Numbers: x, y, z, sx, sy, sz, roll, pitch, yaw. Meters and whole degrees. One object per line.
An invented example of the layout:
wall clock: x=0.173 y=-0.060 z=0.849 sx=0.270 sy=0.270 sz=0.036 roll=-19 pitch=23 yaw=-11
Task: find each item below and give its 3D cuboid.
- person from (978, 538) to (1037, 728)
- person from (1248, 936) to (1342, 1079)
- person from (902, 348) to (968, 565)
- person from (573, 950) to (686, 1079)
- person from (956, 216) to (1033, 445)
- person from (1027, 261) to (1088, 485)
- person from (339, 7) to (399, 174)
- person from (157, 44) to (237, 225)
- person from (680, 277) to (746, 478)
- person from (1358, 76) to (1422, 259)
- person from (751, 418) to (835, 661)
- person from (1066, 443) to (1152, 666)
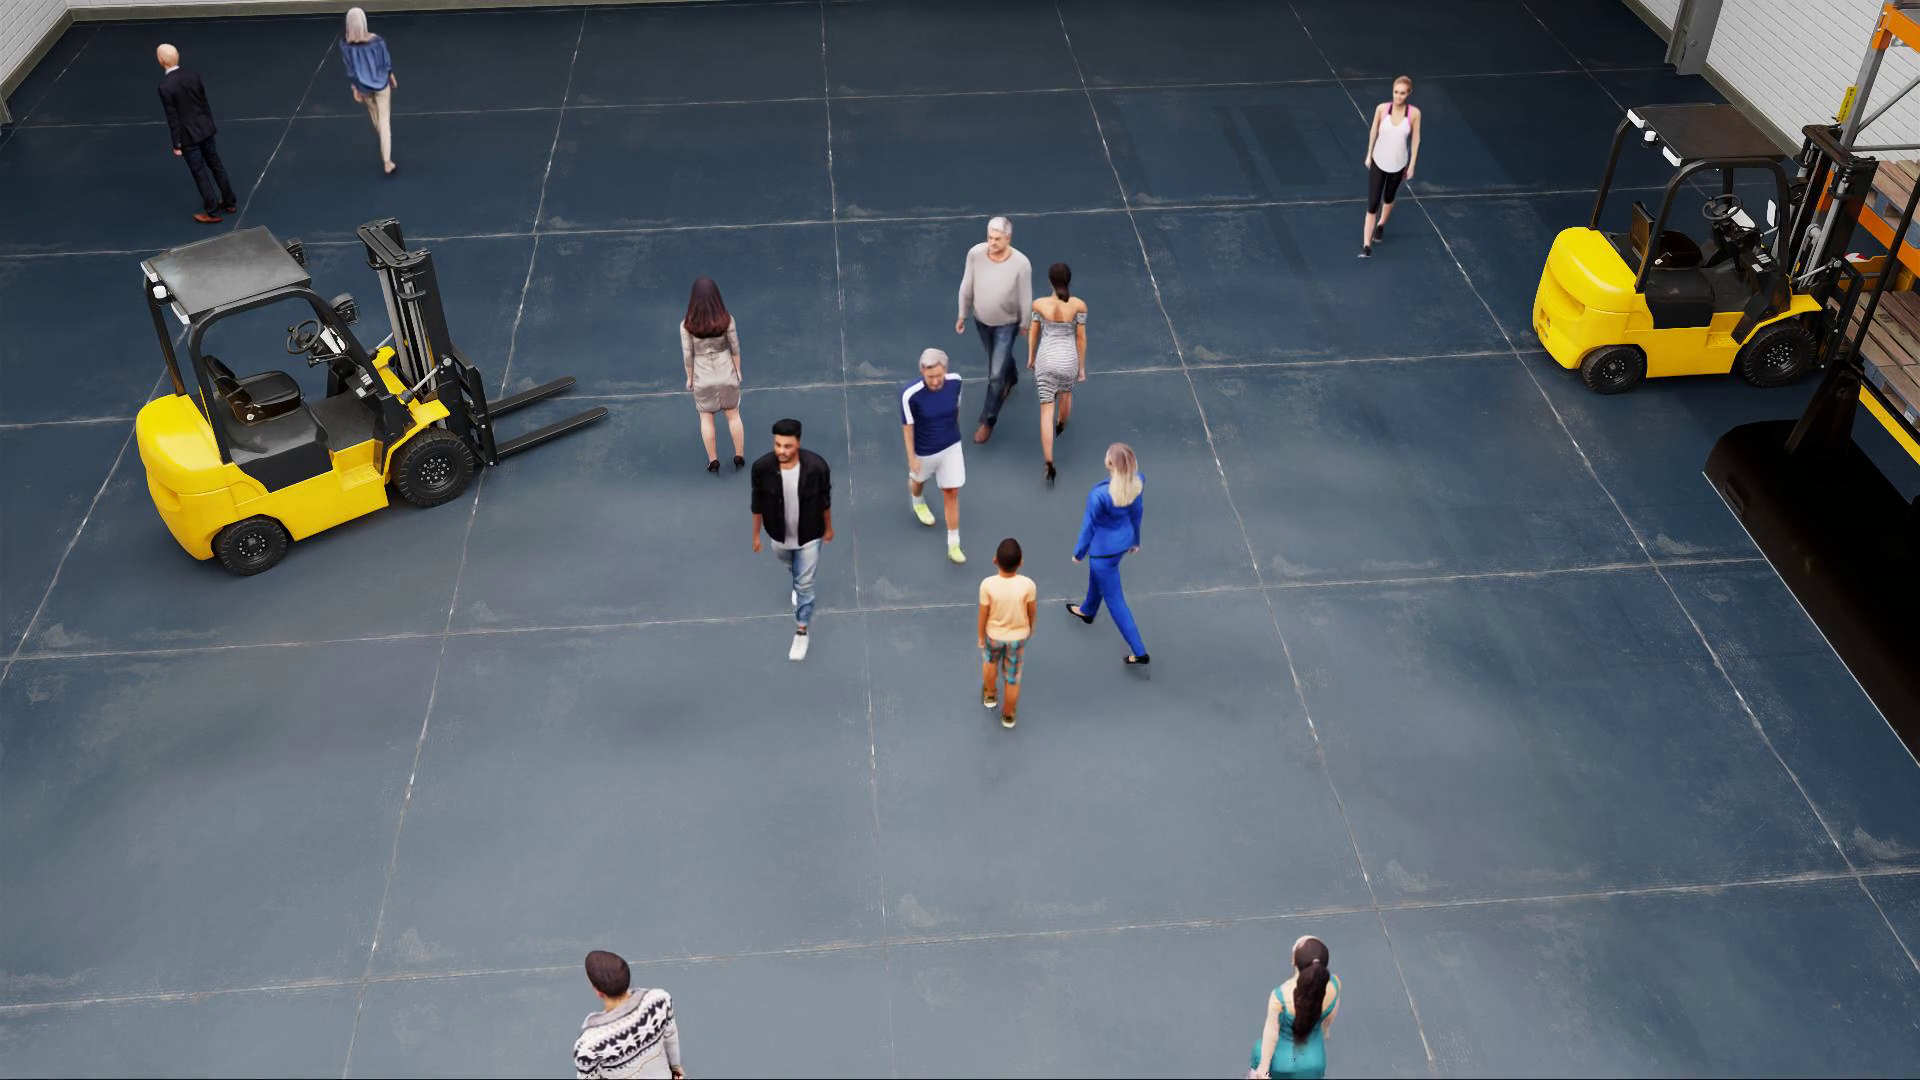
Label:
person: x=0.307 y=0.649 z=10.783 sx=0.567 sy=1.451 sz=0.646 roll=2 pitch=39 yaw=3
person: x=1.672 y=2.603 z=8.178 sx=0.630 sy=1.650 sz=1.047 roll=-6 pitch=39 yaw=-8
person: x=-0.209 y=-0.733 z=12.270 sx=0.815 sy=1.756 sz=1.220 roll=-15 pitch=41 yaw=-18
person: x=-1.531 y=2.652 z=7.944 sx=1.031 sy=1.864 sz=1.126 roll=-31 pitch=48 yaw=-33
person: x=0.326 y=-1.819 z=13.542 sx=1.177 sy=1.864 sz=1.341 roll=20 pitch=43 yaw=23
person: x=0.744 y=-1.260 z=12.922 sx=0.734 sy=1.766 sz=1.124 roll=4 pitch=39 yaw=5
person: x=-6.070 y=-4.623 z=17.227 sx=0.604 sy=1.647 sz=1.139 roll=-3 pitch=39 yaw=-4
person: x=-7.515 y=-3.990 z=16.313 sx=0.822 sy=1.800 sz=0.704 roll=17 pitch=42 yaw=20
person: x=-1.909 y=-1.255 z=12.931 sx=0.612 sy=1.746 sz=0.545 roll=-8 pitch=39 yaw=-10
person: x=4.115 y=-3.595 z=15.864 sx=0.956 sy=1.743 sz=1.203 roll=14 pitch=41 yaw=16
person: x=-1.133 y=-0.148 z=11.528 sx=0.872 sy=1.767 sz=1.233 roll=5 pitch=39 yaw=6
person: x=1.084 y=0.121 z=11.270 sx=1.061 sy=1.669 sz=1.200 roll=-31 pitch=48 yaw=-33
